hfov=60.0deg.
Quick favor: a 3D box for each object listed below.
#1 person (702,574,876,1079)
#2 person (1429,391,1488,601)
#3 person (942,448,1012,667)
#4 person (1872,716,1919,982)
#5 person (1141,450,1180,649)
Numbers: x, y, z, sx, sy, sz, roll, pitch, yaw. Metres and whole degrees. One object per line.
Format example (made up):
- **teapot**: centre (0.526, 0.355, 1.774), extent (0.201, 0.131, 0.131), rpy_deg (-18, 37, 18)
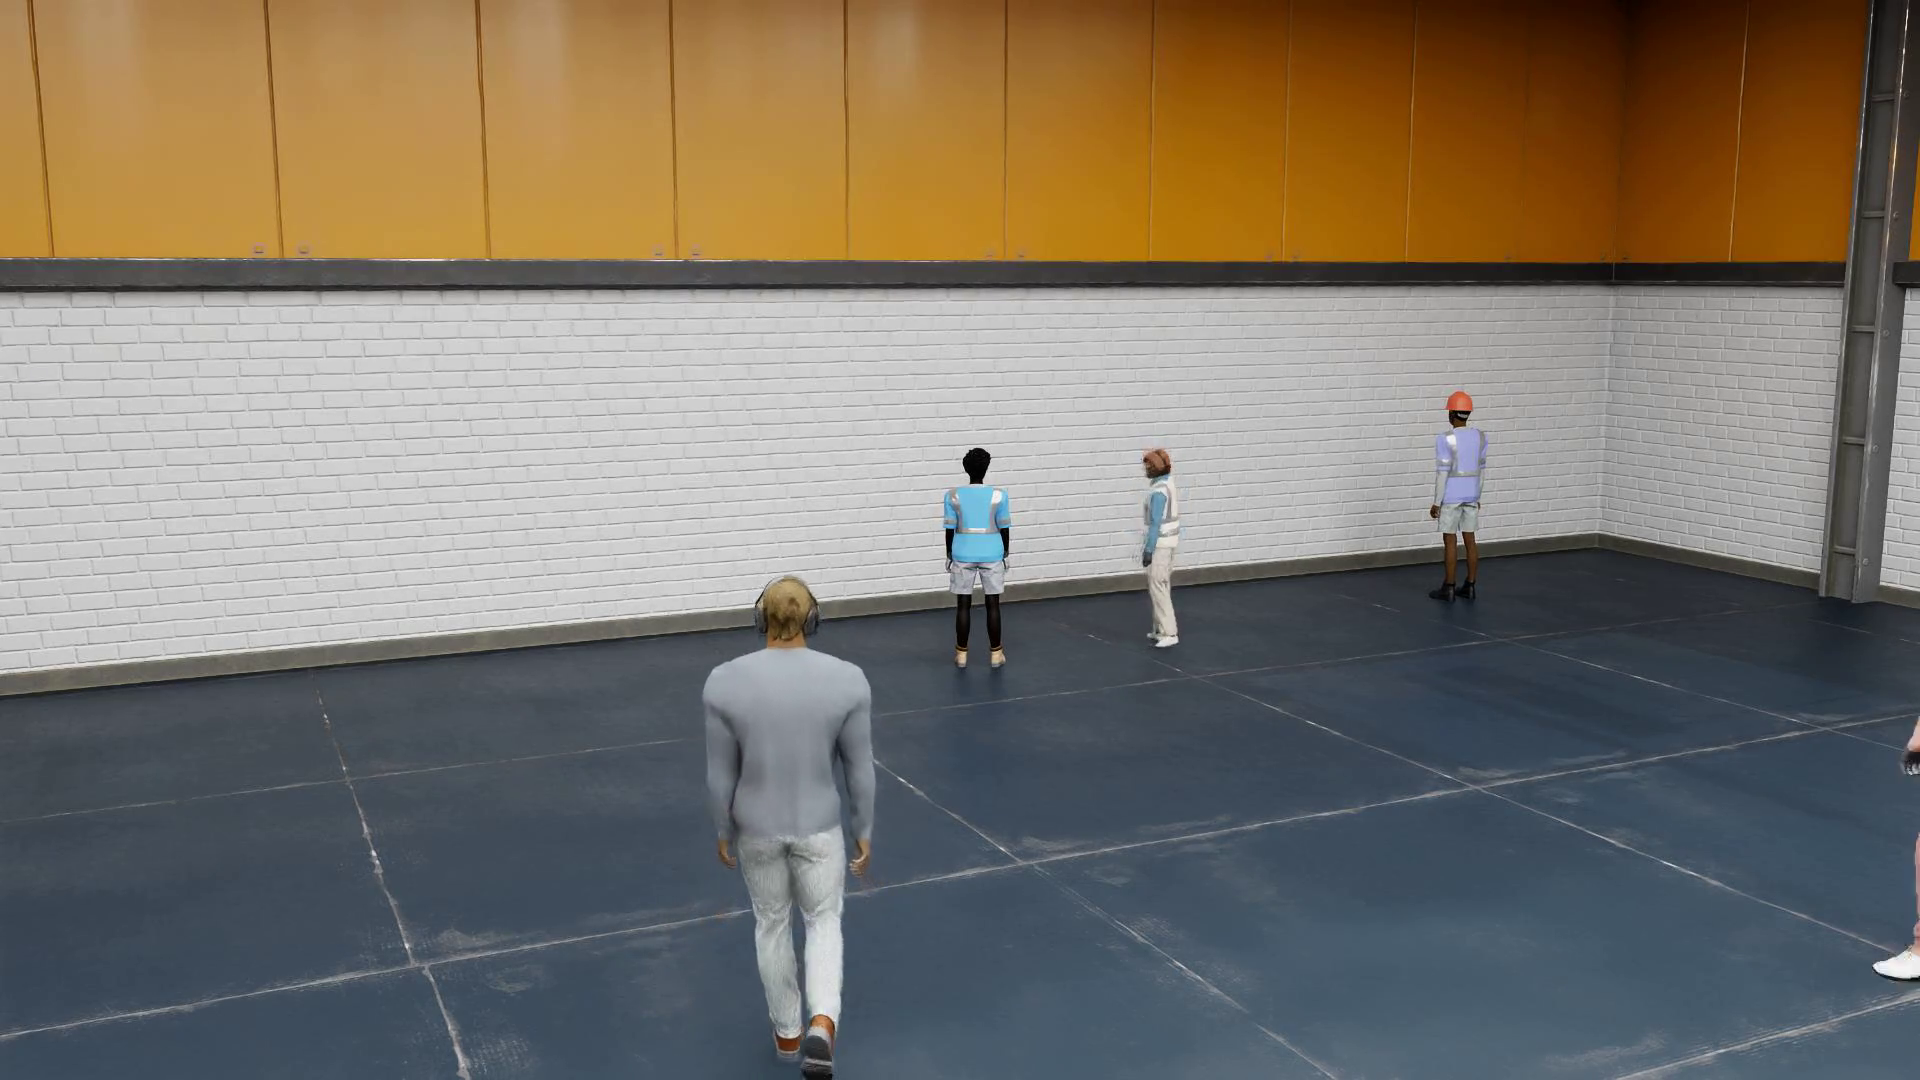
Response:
- **person**: centre (-0.633, 1.090, 6.210), extent (0.634, 1.918, 0.685), rpy_deg (-1, 9, -5)
- **person**: centre (4.587, -0.400, 15.367), extent (0.542, 1.939, 0.368), rpy_deg (-4, 10, -21)
- **person**: centre (0.133, 0.139, 12.766), extent (0.532, 1.697, 0.320), rpy_deg (1, 9, 4)
- **person**: centre (4.259, 0.958, 7.136), extent (0.776, 1.881, 0.667), rpy_deg (3, 10, 16)
- **person**: centre (1.622, 0.067, 13.489), extent (0.335, 1.614, 0.612), rpy_deg (2, 9, 14)
